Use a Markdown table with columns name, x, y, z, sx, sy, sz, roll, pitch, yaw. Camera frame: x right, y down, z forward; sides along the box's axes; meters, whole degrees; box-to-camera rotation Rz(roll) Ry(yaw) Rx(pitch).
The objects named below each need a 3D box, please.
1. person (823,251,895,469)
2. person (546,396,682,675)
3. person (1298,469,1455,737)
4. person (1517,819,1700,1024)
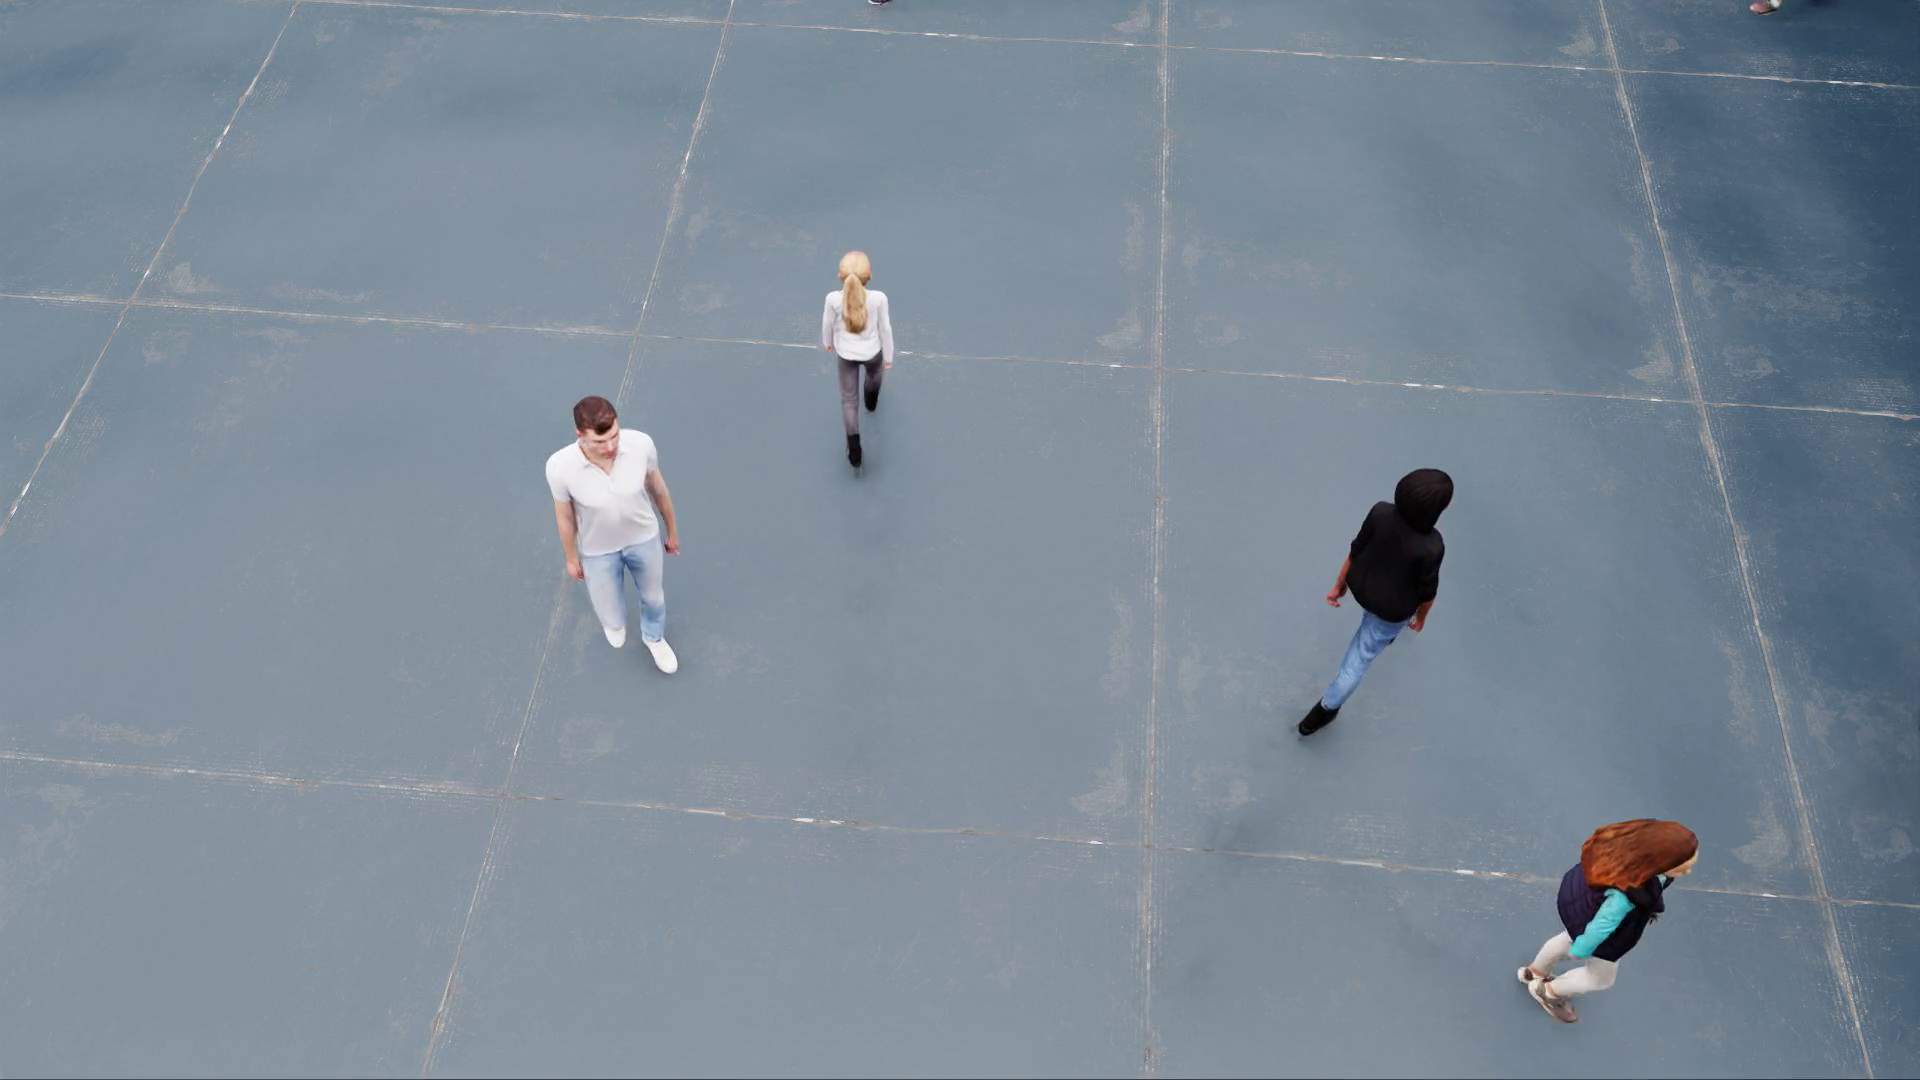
| name | x | y | z | sx | sy | sz | roll | pitch | yaw |
| --- | --- | --- | --- | --- | --- | --- | --- | --- | --- |
| person | -0.528 | -0.920 | 8.552 | 0.862 | 1.255 | 0.646 | -1 | 52 | -1 |
| person | -1.571 | -0.056 | 7.515 | 0.831 | 1.838 | 0.901 | -22 | 55 | -16 |
| person | 1.811 | 0.323 | 7.334 | 1.108 | 1.659 | 1.119 | 38 | 61 | 25 |
| person | 2.478 | 1.448 | 6.572 | 0.734 | 1.487 | 0.680 | 25 | 56 | 18 |
